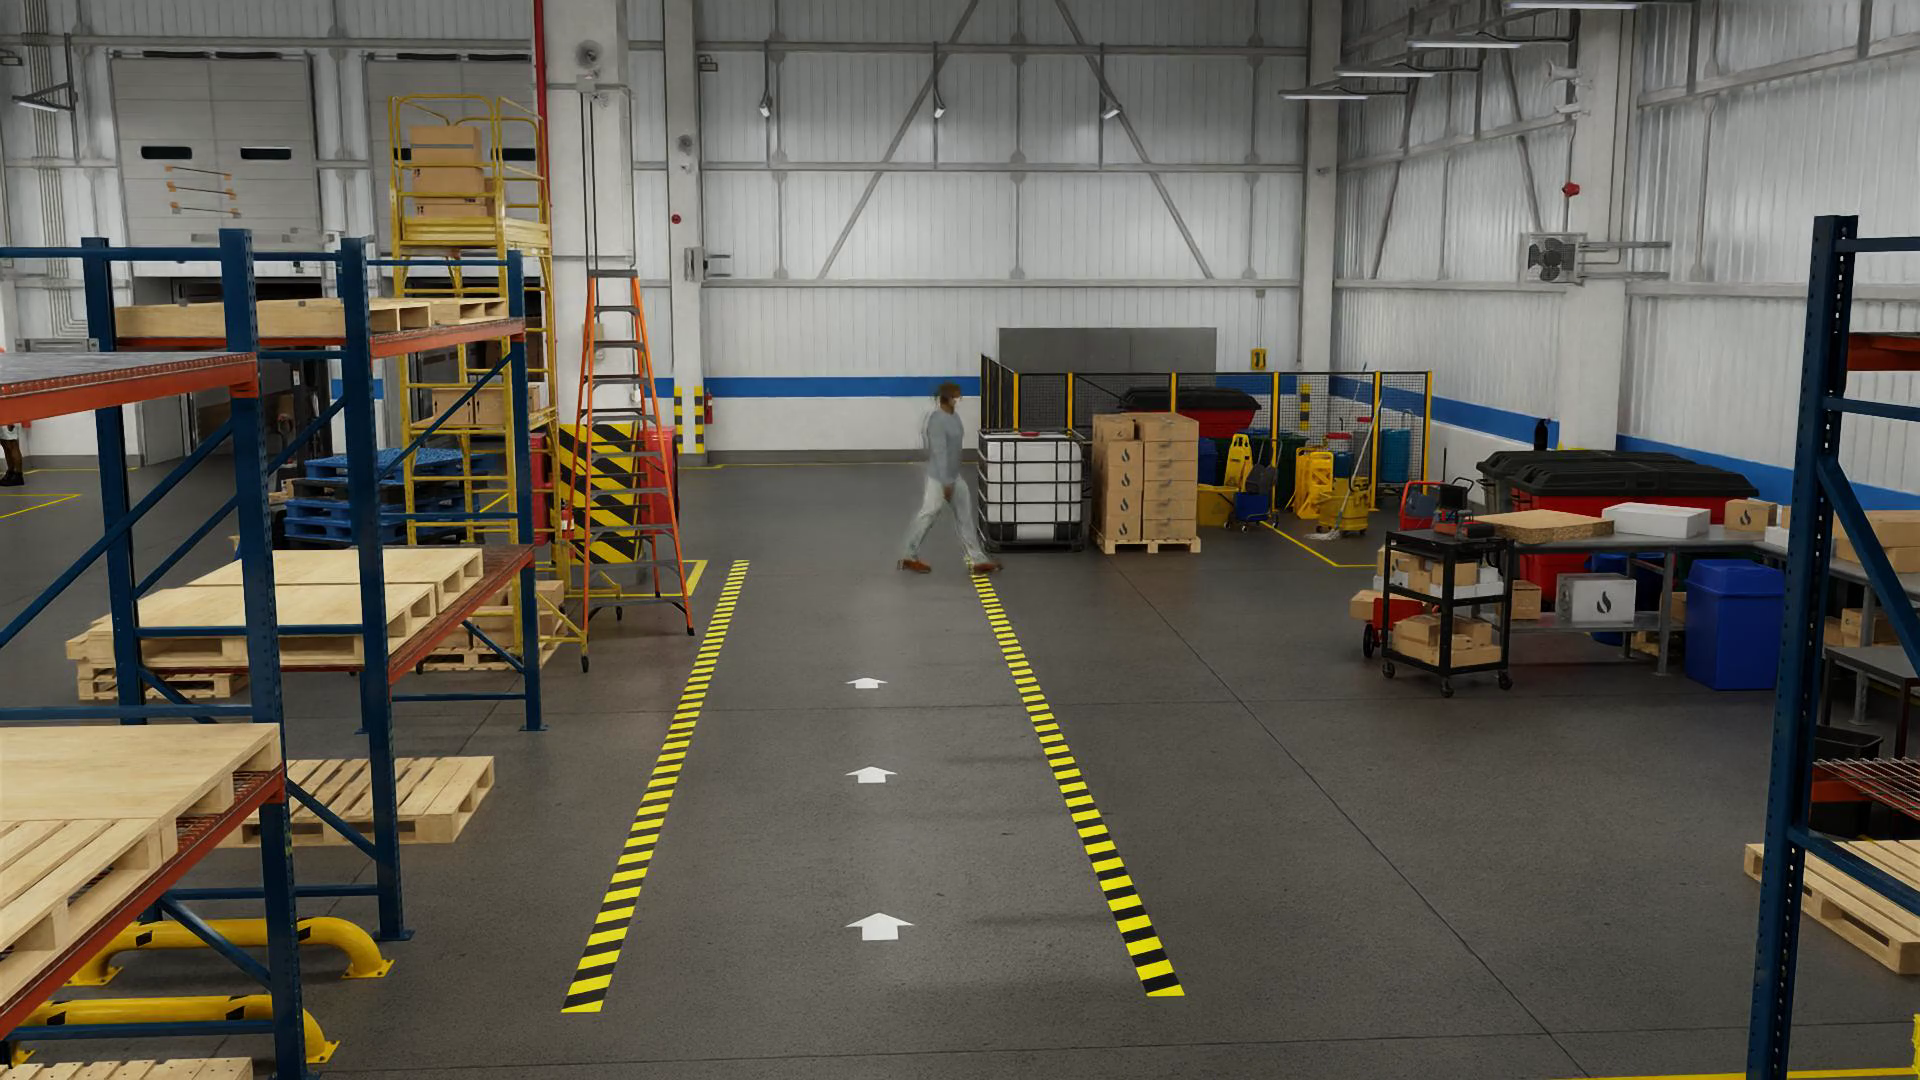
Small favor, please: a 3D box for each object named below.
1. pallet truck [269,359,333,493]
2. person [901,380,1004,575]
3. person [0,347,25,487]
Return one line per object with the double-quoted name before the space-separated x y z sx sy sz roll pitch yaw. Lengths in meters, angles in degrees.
"pallet truck" -7.062 -1.131 18.996 1.885 1.965 0.823 2 9 13
"person" -0.121 -0.584 15.932 1.040 1.885 0.653 4 10 21
"person" -13.092 -1.693 22.746 0.543 1.930 0.389 7 12 39
